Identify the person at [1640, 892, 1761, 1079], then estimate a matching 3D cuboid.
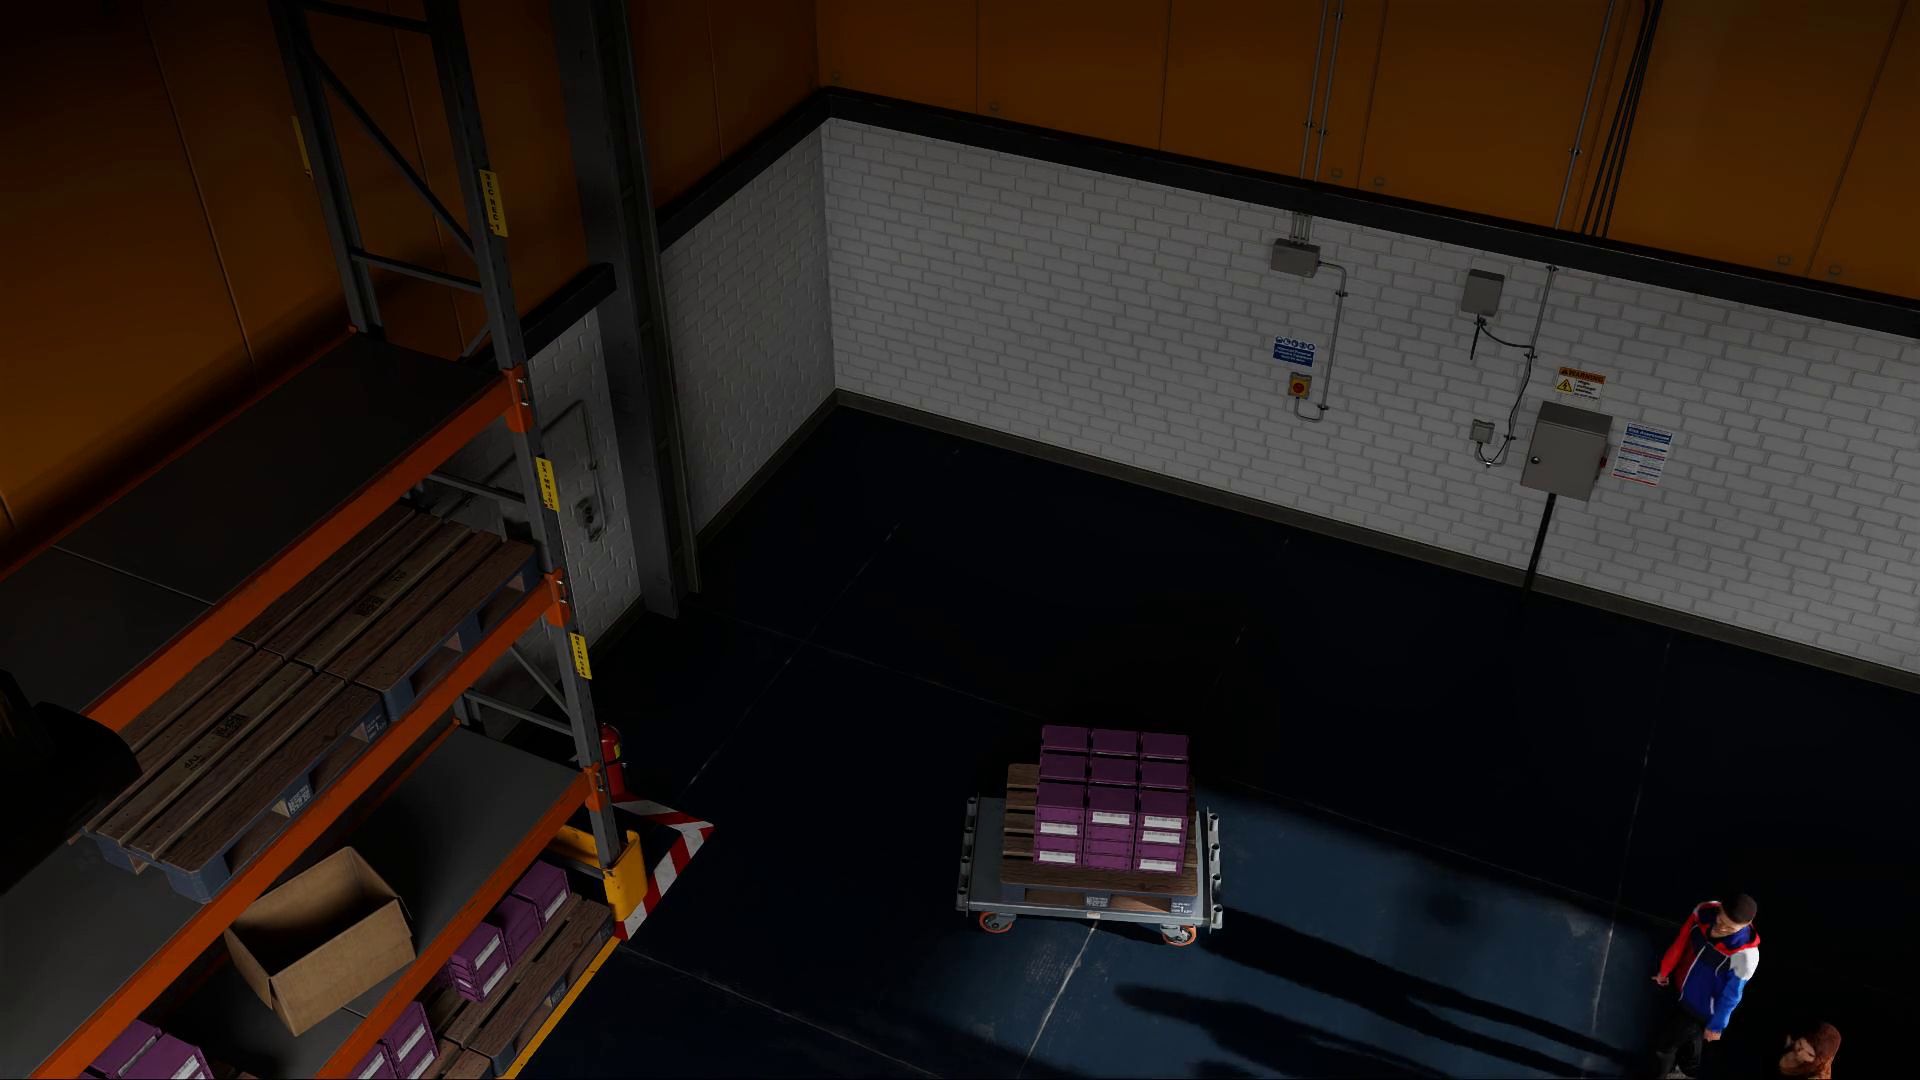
[{"bbox_3d":[4.173,2.494,9.181,0.911,1.732,0.869,-2,39,-3],"label":"person"}]
